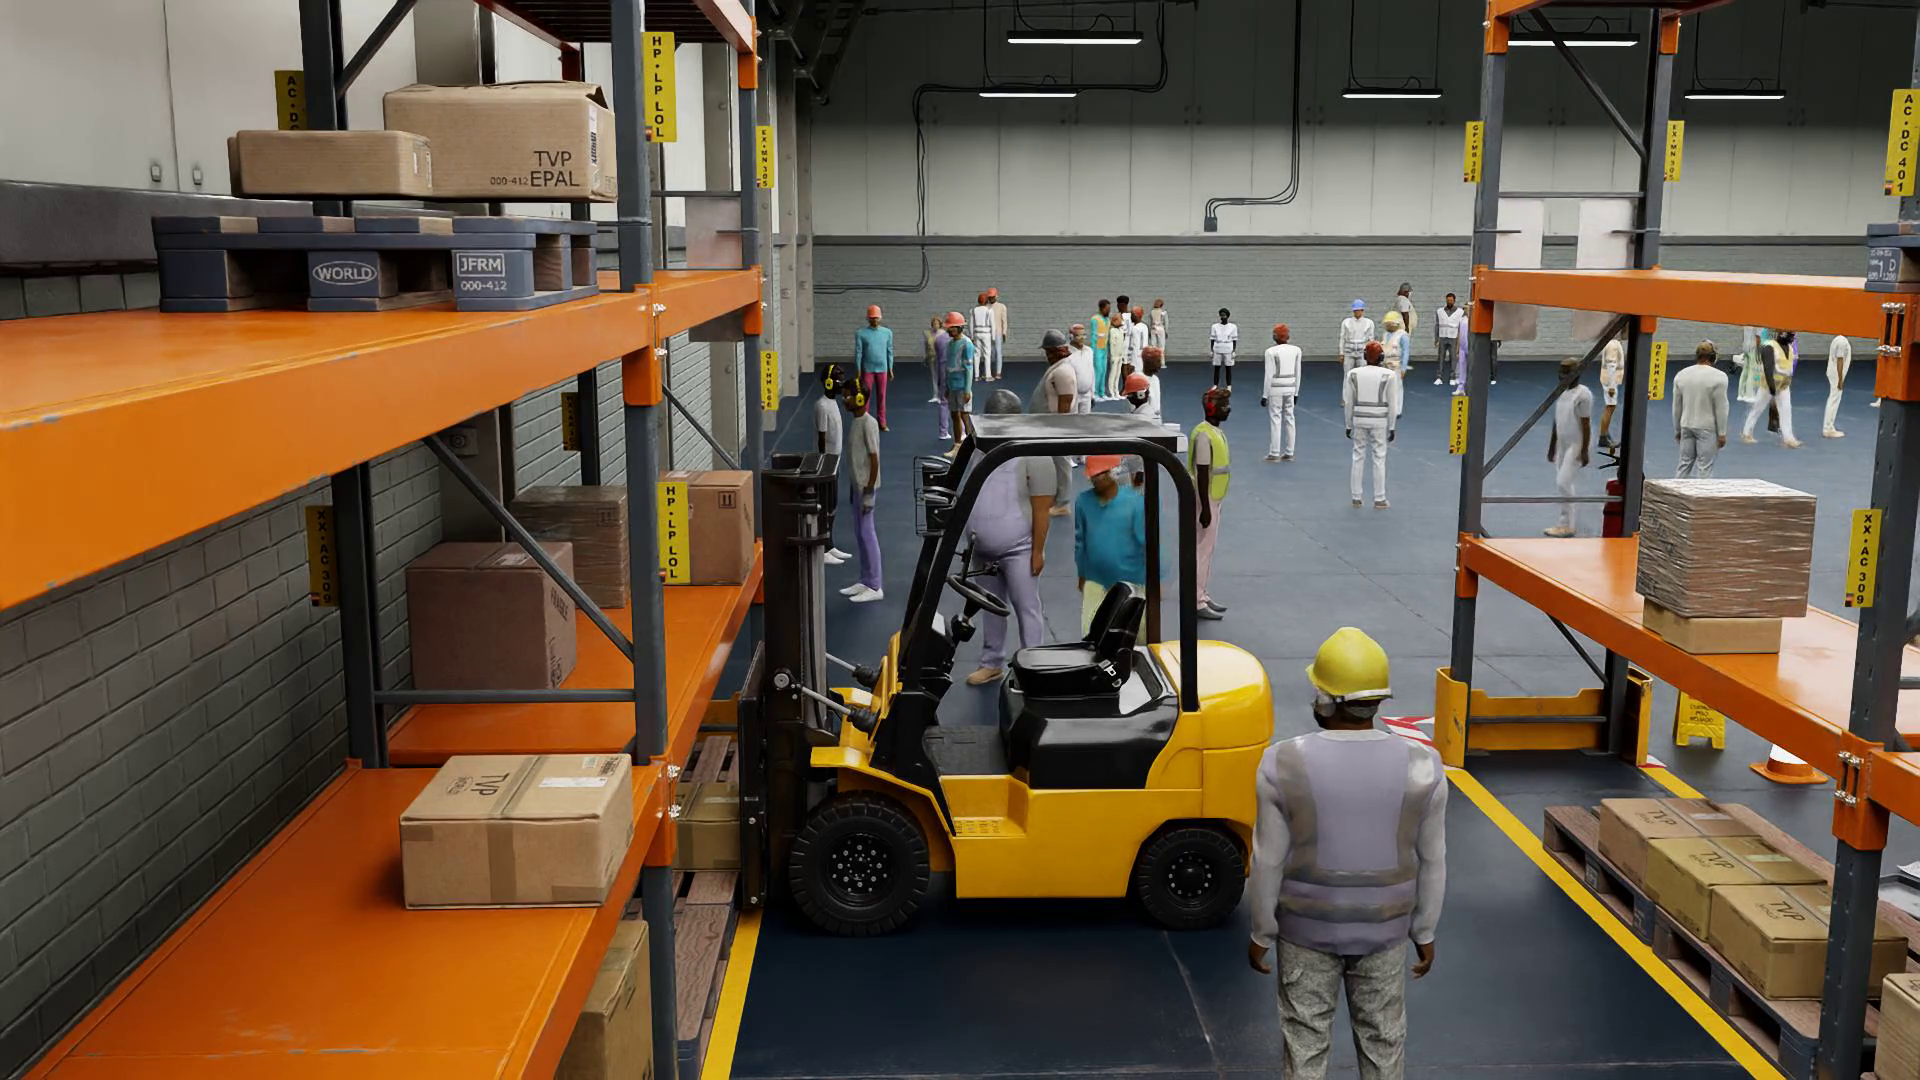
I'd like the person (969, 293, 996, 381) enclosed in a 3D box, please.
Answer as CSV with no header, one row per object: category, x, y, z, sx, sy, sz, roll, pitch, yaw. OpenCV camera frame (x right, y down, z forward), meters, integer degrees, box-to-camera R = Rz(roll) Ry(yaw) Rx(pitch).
person,0.494,-4.350,35.732,0.584,1.882,0.345,4,11,22

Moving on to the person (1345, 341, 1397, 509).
person,4.604,-1.286,18.665,0.574,1.881,0.357,6,12,29

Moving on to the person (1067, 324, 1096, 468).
person,1.552,-1.914,22.131,0.649,1.902,0.400,-8,13,-38

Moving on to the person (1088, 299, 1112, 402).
person,2.643,-3.561,31.270,0.440,1.910,0.620,7,12,33

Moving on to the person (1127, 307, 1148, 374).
person,3.037,-3.045,28.457,0.338,1.882,0.583,4,11,22

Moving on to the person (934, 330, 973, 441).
person,-0.079,-2.440,25.064,0.652,1.899,0.398,6,12,30

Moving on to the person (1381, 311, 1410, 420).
person,7.271,-2.926,27.947,0.404,1.827,0.600,-5,11,-24

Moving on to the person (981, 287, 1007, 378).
person,0.713,-4.528,36.416,0.623,1.989,0.400,3,11,18

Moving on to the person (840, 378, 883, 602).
person,-0.822,-0.417,13.875,0.309,1.864,0.535,-3,11,-17

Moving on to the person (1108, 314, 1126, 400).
person,2.974,-3.464,31.485,0.280,1.636,0.500,6,12,29

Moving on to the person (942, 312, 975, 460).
person,-0.043,-2.102,22.809,0.417,2.034,0.604,-7,12,-33

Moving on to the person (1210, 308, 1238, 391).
person,5.153,-3.674,32.490,0.554,1.694,0.319,3,11,19

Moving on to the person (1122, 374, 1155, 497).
person,1.697,-0.717,15.874,0.333,1.743,0.559,0,10,0

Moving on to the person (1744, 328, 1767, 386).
person,16.565,-4.116,34.577,0.357,1.835,0.516,6,12,30

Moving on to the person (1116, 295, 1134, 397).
person,3.163,-3.740,32.103,0.361,1.962,0.612,4,11,23

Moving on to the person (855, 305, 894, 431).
person,-1.344,-2.694,26.194,0.625,1.992,0.389,-3,11,-19

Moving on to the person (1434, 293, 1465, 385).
person,10.241,-4.208,34.840,0.587,1.920,0.392,5,11,25

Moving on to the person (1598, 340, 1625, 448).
person,9.519,-2.297,24.195,0.386,1.924,0.548,4,11,23

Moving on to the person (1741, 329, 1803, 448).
person,11.953,-2.262,24.417,0.643,1.786,0.984,-4,11,-21

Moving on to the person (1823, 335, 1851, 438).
person,13.447,-2.478,25.447,0.343,1.838,0.502,4,11,22

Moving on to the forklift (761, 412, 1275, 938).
forklift,0.291,0.548,7.580,2.313,2.155,1.214,0,10,-2

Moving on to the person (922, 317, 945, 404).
person,-0.420,-3.322,30.805,0.531,1.603,0.592,4,11,19

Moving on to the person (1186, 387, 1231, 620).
person,1.966,-0.301,13.279,0.372,1.843,0.571,3,11,16

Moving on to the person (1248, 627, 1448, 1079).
person,1.177,1.167,5.122,0.600,1.836,0.404,0,10,0

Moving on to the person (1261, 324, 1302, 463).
person,4.351,-1.987,22.557,0.574,1.887,0.355,-5,11,-24

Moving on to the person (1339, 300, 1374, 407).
person,7.158,-3.364,30.059,0.603,1.949,0.384,3,11,14

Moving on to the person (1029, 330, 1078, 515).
person,1.028,-1.294,18.266,0.536,2.000,0.682,0,10,0

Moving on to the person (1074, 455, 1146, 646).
person,1.014,0.205,10.865,0.610,1.712,0.893,6,12,32

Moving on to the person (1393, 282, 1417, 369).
person,10.470,-5.036,39.116,0.538,2.000,0.684,-1,10,-4

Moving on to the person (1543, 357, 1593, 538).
person,6.112,-0.921,16.762,0.426,1.832,0.560,-2,10,-13

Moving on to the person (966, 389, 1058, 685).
person,0.286,0.000,11.061,0.686,2.000,0.535,10,14,43

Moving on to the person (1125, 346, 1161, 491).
person,1.985,-1.153,17.952,0.348,1.875,0.573,7,12,32

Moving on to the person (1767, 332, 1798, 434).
person,12.883,-2.644,25.996,0.362,1.963,0.614,8,13,38

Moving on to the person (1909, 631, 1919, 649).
person,6.970,0.105,11.500,0.640,1.678,0.535,2,10,12

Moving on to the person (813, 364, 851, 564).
person,-1.207,-0.703,15.488,0.316,1.860,0.513,1,10,7

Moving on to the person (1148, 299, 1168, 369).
person,4.682,-4.870,39.310,0.513,1.640,0.309,6,12,31

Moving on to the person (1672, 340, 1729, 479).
person,7.953,-1.173,17.880,0.371,1.940,0.627,-6,12,-31

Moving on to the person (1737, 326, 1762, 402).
person,14.839,-3.516,31.154,0.327,1.863,0.511,-1,10,-7
